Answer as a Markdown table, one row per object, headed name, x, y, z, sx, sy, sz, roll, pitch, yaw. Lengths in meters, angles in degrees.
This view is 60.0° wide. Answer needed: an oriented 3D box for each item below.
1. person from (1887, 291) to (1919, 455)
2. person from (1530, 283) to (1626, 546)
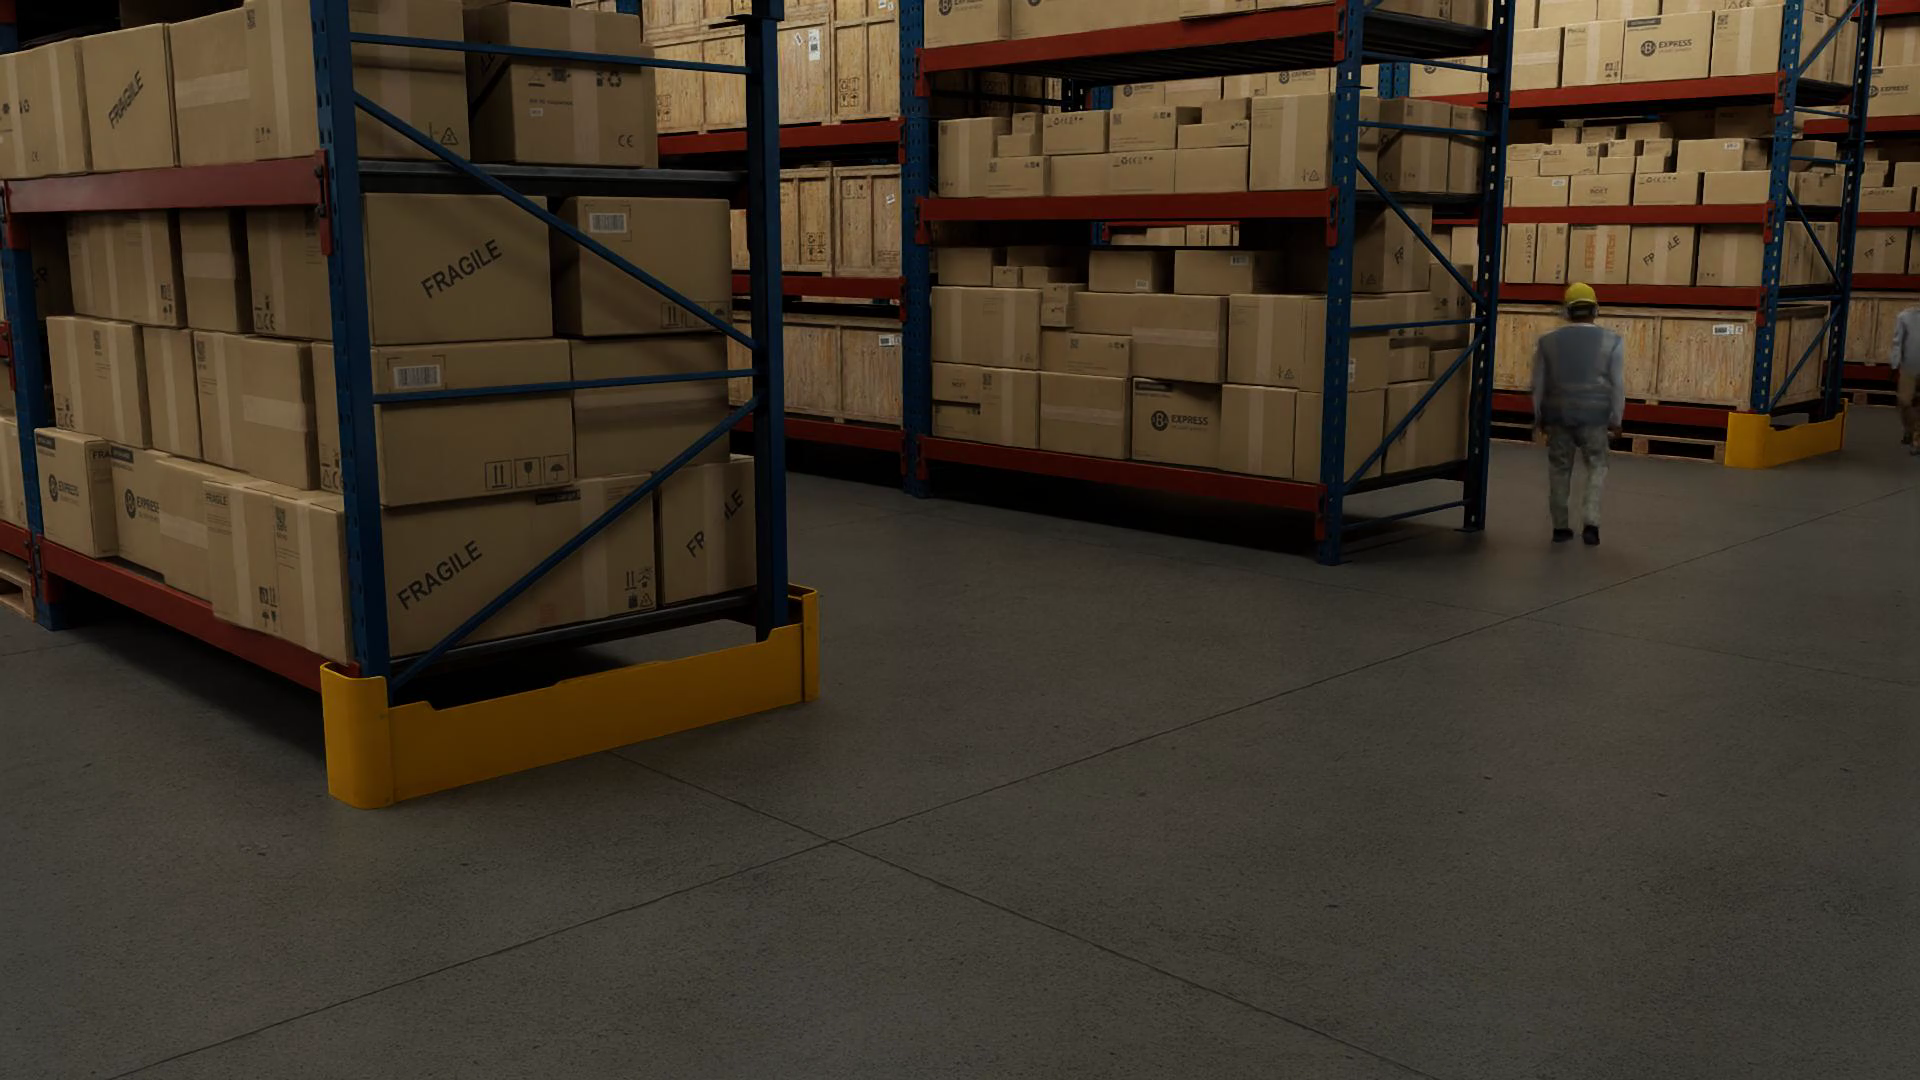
| name | x | y | z | sx | sy | sz | roll | pitch | yaw |
| --- | --- | --- | --- | --- | --- | --- | --- | --- | --- |
| person | 9.388 | -1.701 | 16.229 | 0.585 | 1.736 | 0.499 | 9 | 14 | 40 |
| person | 4.244 | -0.849 | 11.458 | 0.630 | 1.798 | 0.486 | 5 | 12 | 27 |
